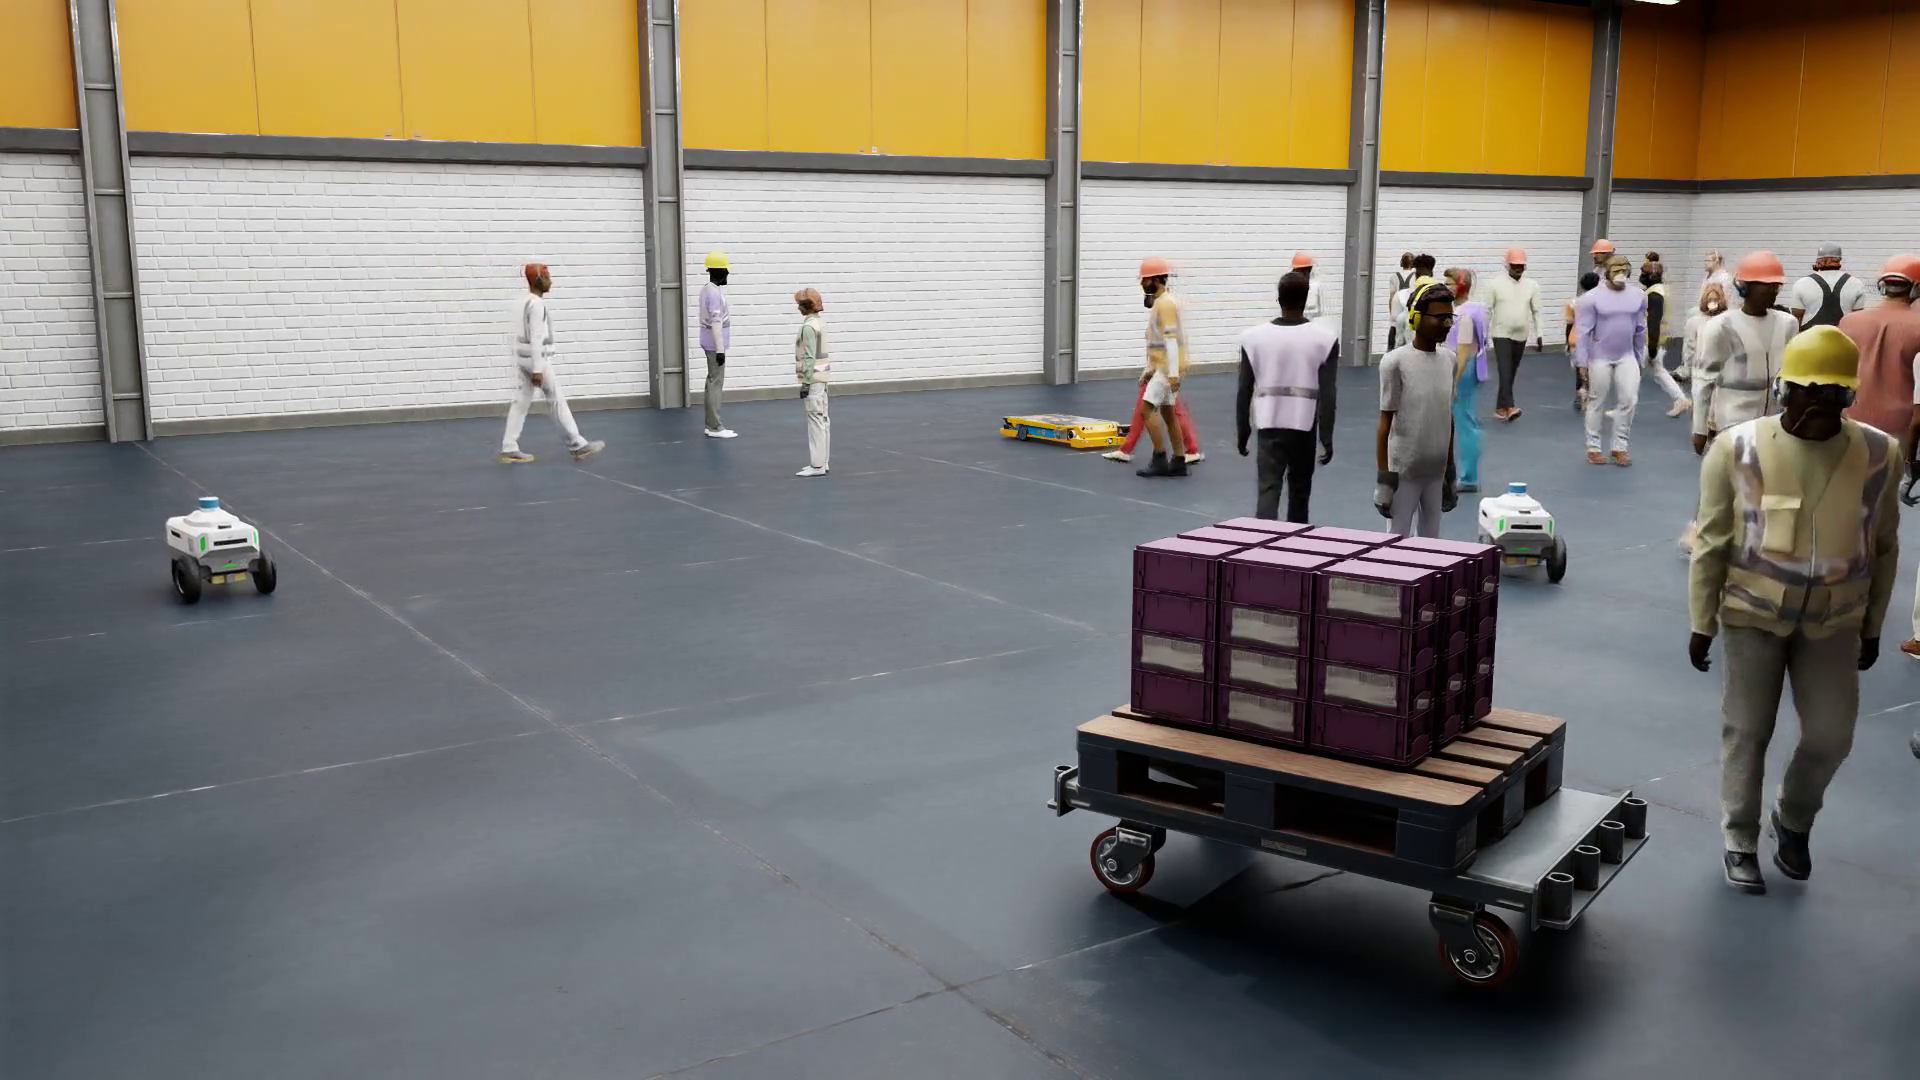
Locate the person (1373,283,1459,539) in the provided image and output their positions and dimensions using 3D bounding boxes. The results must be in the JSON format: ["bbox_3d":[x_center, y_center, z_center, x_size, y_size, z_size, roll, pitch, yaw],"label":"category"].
[{"bbox_3d":[2.208,-0.302,8.032,0.509,1.860,0.315,-6,12,-31],"label":"person"}]

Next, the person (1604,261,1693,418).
[{"bbox_3d":[7.940,-2.280,19.012,0.888,1.815,0.635,5,12,27],"label":"person"}]

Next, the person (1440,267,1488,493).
[{"bbox_3d":[3.920,-1.285,13.490,0.704,1.824,0.597,1,10,6],"label":"person"}]

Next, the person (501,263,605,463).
[{"bbox_3d":[-3.831,-1.627,15.363,0.968,1.826,0.602,-5,12,-28],"label":"person"}]

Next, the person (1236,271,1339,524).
[{"bbox_3d":[1.970,-0.686,10.092,0.605,1.880,0.976,3,11,15],"label":"person"}]

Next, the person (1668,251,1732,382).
[{"bbox_3d":[10.496,-3.124,23.466,0.952,1.860,0.679,0,10,2],"label":"person"}]

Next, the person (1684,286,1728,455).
[{"bbox_3d":[7.259,-1.651,16.082,0.502,1.614,0.653,4,11,22],"label":"person"}]

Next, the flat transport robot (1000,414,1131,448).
[{"bbox_3d":[1.077,-1.120,16.864,0.652,0.197,1.431,-7,12,-33],"label":"flat transport robot"}]

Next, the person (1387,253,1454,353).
[{"bbox_3d":[4.587,-1.896,16.590,0.614,1.931,0.966,3,11,18],"label":"person"}]

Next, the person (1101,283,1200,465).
[{"bbox_3d":[1.792,-1.534,15.179,0.906,1.716,0.529,0,10,-2],"label":"person"}]

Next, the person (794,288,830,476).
[{"bbox_3d":[-1.281,-1.372,14.496,0.310,1.640,0.514,1,10,7],"label":"person"}]

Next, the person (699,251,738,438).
[{"bbox_3d":[-2.519,-2.024,17.278,0.366,1.926,0.594,-3,11,-14],"label":"person"}]

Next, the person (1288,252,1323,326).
[{"bbox_3d":[3.970,-2.424,19.565,0.932,1.891,0.561,0,10,2],"label":"person"}]

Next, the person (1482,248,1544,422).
[{"bbox_3d":[6.239,-2.292,18.682,0.651,1.942,0.995,-1,10,-3],"label":"person"}]

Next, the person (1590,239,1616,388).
[{"bbox_3d":[8.786,-3.094,22.830,0.396,2.042,0.610,-1,10,-7],"label":"person"}]

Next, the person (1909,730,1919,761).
[{"bbox_3d":[3.954,0.039,6.100,0.662,1.868,0.954,-1,10,-5],"label":"person"}]

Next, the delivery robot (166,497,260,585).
[{"bbox_3d":[-4.374,-0.007,9.728,0.477,0.478,0.707,-9,13,-39],"label":"delivery robot"}]

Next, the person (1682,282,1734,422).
[{"bbox_3d":[8.200,-2.035,18.226,0.514,1.601,0.748,5,11,23],"label":"person"}]

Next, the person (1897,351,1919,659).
[{"bbox_3d":[4.889,-0.324,8.141,0.513,1.864,0.331,4,11,23],"label":"person"}]

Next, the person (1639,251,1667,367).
[{"bbox_3d":[10.971,-3.638,26.350,0.527,1.848,0.674,-5,12,-26],"label":"person"}]

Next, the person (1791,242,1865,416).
[{"bbox_3d":[8.859,-2.050,17.110,0.682,2.000,0.536,3,11,14],"label":"person"}]

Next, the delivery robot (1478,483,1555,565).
[{"bbox_3d":[3.438,-0.110,10.295,0.477,0.478,0.707,1,10,8],"label":"delivery robot"}]

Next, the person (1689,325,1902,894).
[{"bbox_3d":[2.601,0.232,5.219,0.608,1.812,0.420,3,11,14],"label":"person"}]

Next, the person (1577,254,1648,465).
[{"bbox_3d":[5.921,-1.613,15.050,0.650,1.914,0.677,0,10,0],"label":"person"}]

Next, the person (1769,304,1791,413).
[{"bbox_3d":[5.204,-0.706,10.800,0.558,1.662,0.797,3,11,18],"label":"person"}]

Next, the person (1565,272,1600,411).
[{"bbox_3d":[7.372,-2.322,19.606,0.534,1.672,0.693,7,12,33],"label":"person"}]

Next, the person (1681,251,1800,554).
[{"bbox_3d":[4.786,-0.754,10.151,0.615,2.004,1.055,-3,11,-16],"label":"person"}]

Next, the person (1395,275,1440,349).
[{"bbox_3d":[4.263,-1.584,15.406,0.490,1.727,0.519,2,11,12],"label":"person"}]

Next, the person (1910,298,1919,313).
[{"bbox_3d":[12.931,-2.885,22.445,0.535,1.767,0.315,4,11,21],"label":"person"}]

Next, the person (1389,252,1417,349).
[{"bbox_3d":[6.679,-3.378,24.927,0.505,1.846,0.346,5,12,27],"label":"person"}]

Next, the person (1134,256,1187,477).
[{"bbox_3d":[1.711,-1.472,14.306,0.610,1.907,0.599,1,10,3],"label":"person"}]

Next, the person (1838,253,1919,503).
[{"bbox_3d":[5.589,-0.732,10.045,0.437,1.978,0.641,-9,14,-41],"label":"person"}]
